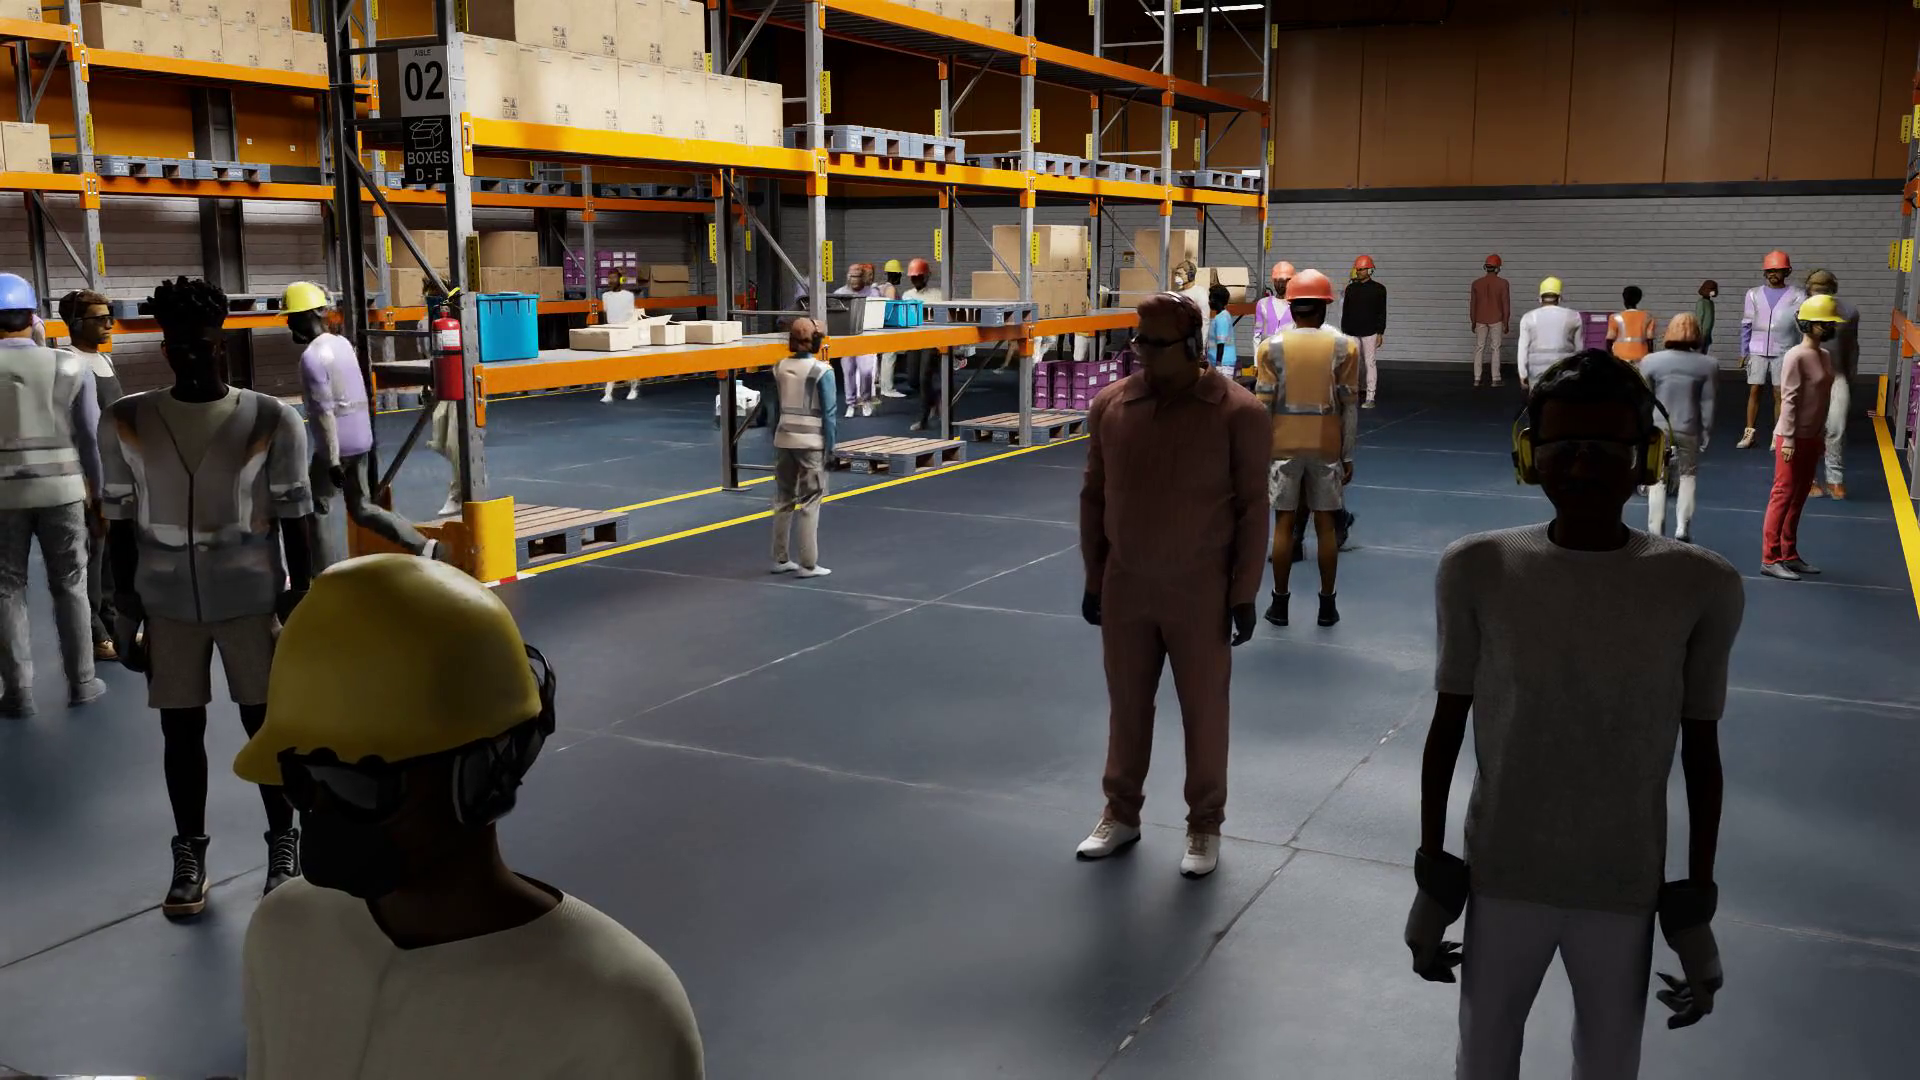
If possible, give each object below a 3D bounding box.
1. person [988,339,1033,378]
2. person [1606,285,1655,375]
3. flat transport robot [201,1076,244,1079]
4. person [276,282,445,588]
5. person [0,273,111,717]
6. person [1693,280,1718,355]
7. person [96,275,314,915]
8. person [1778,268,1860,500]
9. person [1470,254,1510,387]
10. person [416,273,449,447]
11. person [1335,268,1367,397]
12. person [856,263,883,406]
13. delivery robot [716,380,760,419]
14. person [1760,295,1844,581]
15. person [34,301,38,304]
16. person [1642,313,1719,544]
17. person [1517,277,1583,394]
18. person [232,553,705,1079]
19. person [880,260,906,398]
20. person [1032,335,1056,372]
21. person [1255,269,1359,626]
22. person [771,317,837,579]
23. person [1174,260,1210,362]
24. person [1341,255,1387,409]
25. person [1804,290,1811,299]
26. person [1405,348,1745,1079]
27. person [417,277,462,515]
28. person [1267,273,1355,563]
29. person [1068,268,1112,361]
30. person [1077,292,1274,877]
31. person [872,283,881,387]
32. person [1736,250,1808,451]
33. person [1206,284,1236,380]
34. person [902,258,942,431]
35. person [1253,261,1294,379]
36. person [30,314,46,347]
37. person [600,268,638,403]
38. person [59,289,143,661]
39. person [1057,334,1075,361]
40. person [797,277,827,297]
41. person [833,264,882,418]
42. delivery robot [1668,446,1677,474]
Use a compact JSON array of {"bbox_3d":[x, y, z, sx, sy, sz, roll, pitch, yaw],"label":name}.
[{"bbox_3d":[0.812,-3.558,26.880,0.910,1.901,0.557,-3,10,-19],"label":"person"},{"bbox_3d":[7.669,-2.070,18.981,0.539,1.661,0.860,0,10,1],"label":"person"},{"bbox_3d":[-2.226,1.324,3.329,1.431,0.197,0.652,0,10,-2],"label":"flat transport robot"},{"bbox_3d":[-3.500,-0.560,9.624,0.845,1.869,0.578,1,10,6],"label":"person"},{"bbox_3d":[-4.103,-0.195,7.350,0.645,1.931,0.465,-5,11,-28],"label":"person"},{"bbox_3d":[10.786,-2.946,24.111,0.287,1.631,0.501,9,13,42],"label":"person"},{"bbox_3d":[-2.284,0.179,5.096,0.598,1.958,0.371,-2,10,-10],"label":"person"},{"bbox_3d":[7.033,-1.266,13.619,0.665,1.896,0.679,2,10,9],"label":"person"},{"bbox_3d":[8.056,-3.328,25.270,0.611,1.996,0.378,8,13,38],"label":"person"},{"bbox_3d":[-5.425,-1.867,17.306,0.443,1.828,0.629,-2,10,-14],"label":"person"},{"bbox_3d":[5.559,-2.921,23.410,0.611,1.828,0.403,-1,10,-8],"label":"person"},{"bbox_3d":[-1.250,-2.736,22.166,0.587,1.883,0.341,-9,13,-41],"label":"person"},{"bbox_3d":[-2.548,-1.592,19.115,0.477,0.478,0.707,2,10,10],"label":"delivery robot"},{"bbox_3d":[5.267,-0.636,10.355,0.533,1.767,0.327,-9,13,-41],"label":"person"},{"bbox_3d":[-7.155,-1.040,12.526,0.513,1.816,0.607,-6,11,-29],"label":"person"},{"bbox_3d":[4.878,-0.734,11.359,0.509,1.618,0.449,4,11,24],"label":"person"},{"bbox_3d":[5.797,-1.677,16.352,0.604,1.789,0.952,4,10,20],"label":"person"},{"bbox_3d":[-0.474,0.882,1.565,0.532,1.768,0.311,4,11,23],"label":"person"},{"bbox_3d":[-0.948,-2.963,23.356,0.371,1.925,0.595,-2,10,-13],"label":"person"},{"bbox_3d":[1.391,-3.771,28.343,0.448,1.819,0.674,6,12,32],"label":"person"},{"bbox_3d":[1.870,-0.494,9.038,0.548,1.934,0.374,1,10,8],"label":"person"},{"bbox_3d":[-0.978,-0.569,10.390,0.517,1.621,0.333,7,12,37],"label":"person"},{"bbox_3d":[2.503,-2.112,18.395,0.357,1.938,0.638,-5,11,-26],"label":"person"},{"bbox_3d":[5.249,-2.713,21.710,0.622,1.994,0.381,9,13,41],"label":"person"},{"bbox_3d":[9.398,-1.989,18.634,0.511,1.606,0.732,3,10,17],"label":"person"},{"bbox_3d":[1.026,0.612,2.830,0.515,1.872,0.328,3,10,18],"label":"person"},{"bbox_3d":[-3.942,-1.136,13.040,0.545,1.849,0.654,2,10,13],"label":"person"},{"bbox_3d":[2.362,-0.810,10.972,0.827,1.905,0.541,-7,12,-36],"label":"person"},{"bbox_3d":[1.790,-2.838,22.910,0.626,1.837,0.429,-1,10,-6],"label":"person"},{"bbox_3d":[0.673,0.148,5.435,0.643,1.899,0.399,6,11,29],"label":"person"},{"bbox_3d":[-1.326,-3.170,24.774,0.674,1.844,0.723,8,13,39],"label":"person"},{"bbox_3d":[8.305,-1.929,17.035,0.608,2.044,0.377,7,12,37],"label":"person"},{"bbox_3d":[2.790,-1.876,17.776,0.323,1.691,0.536,2,10,11],"label":"person"},{"bbox_3d":[-0.385,-2.246,19.094,0.618,1.967,0.686,7,12,34],"label":"person"},{"bbox_3d":[3.152,-1.768,16.401,0.546,1.941,0.354,4,10,20],"label":"person"},{"bbox_3d":[-7.487,-1.165,13.200,0.566,1.840,0.386,2,10,11],"label":"person"},{"bbox_3d":[-4.648,-2.796,22.719,0.540,1.826,0.962,2,10,14],"label":"person"},{"bbox_3d":[-4.313,-0.324,8.317,0.345,1.846,0.506,-1,10,-5],"label":"person"},{"bbox_3d":[1.893,-3.959,29.093,0.553,1.935,0.361,3,10,17],"label":"person"},{"bbox_3d":[-2.204,-3.187,24.689,0.476,1.917,0.688,-8,13,-40],"label":"person"},{"bbox_3d":[-1.282,-2.420,20.342,0.671,1.880,0.544,2,10,9],"label":"person"},{"bbox_3d":[5.696,-0.718,14.060,0.477,0.478,0.707,-4,11,-23],"label":"delivery robot"}]
